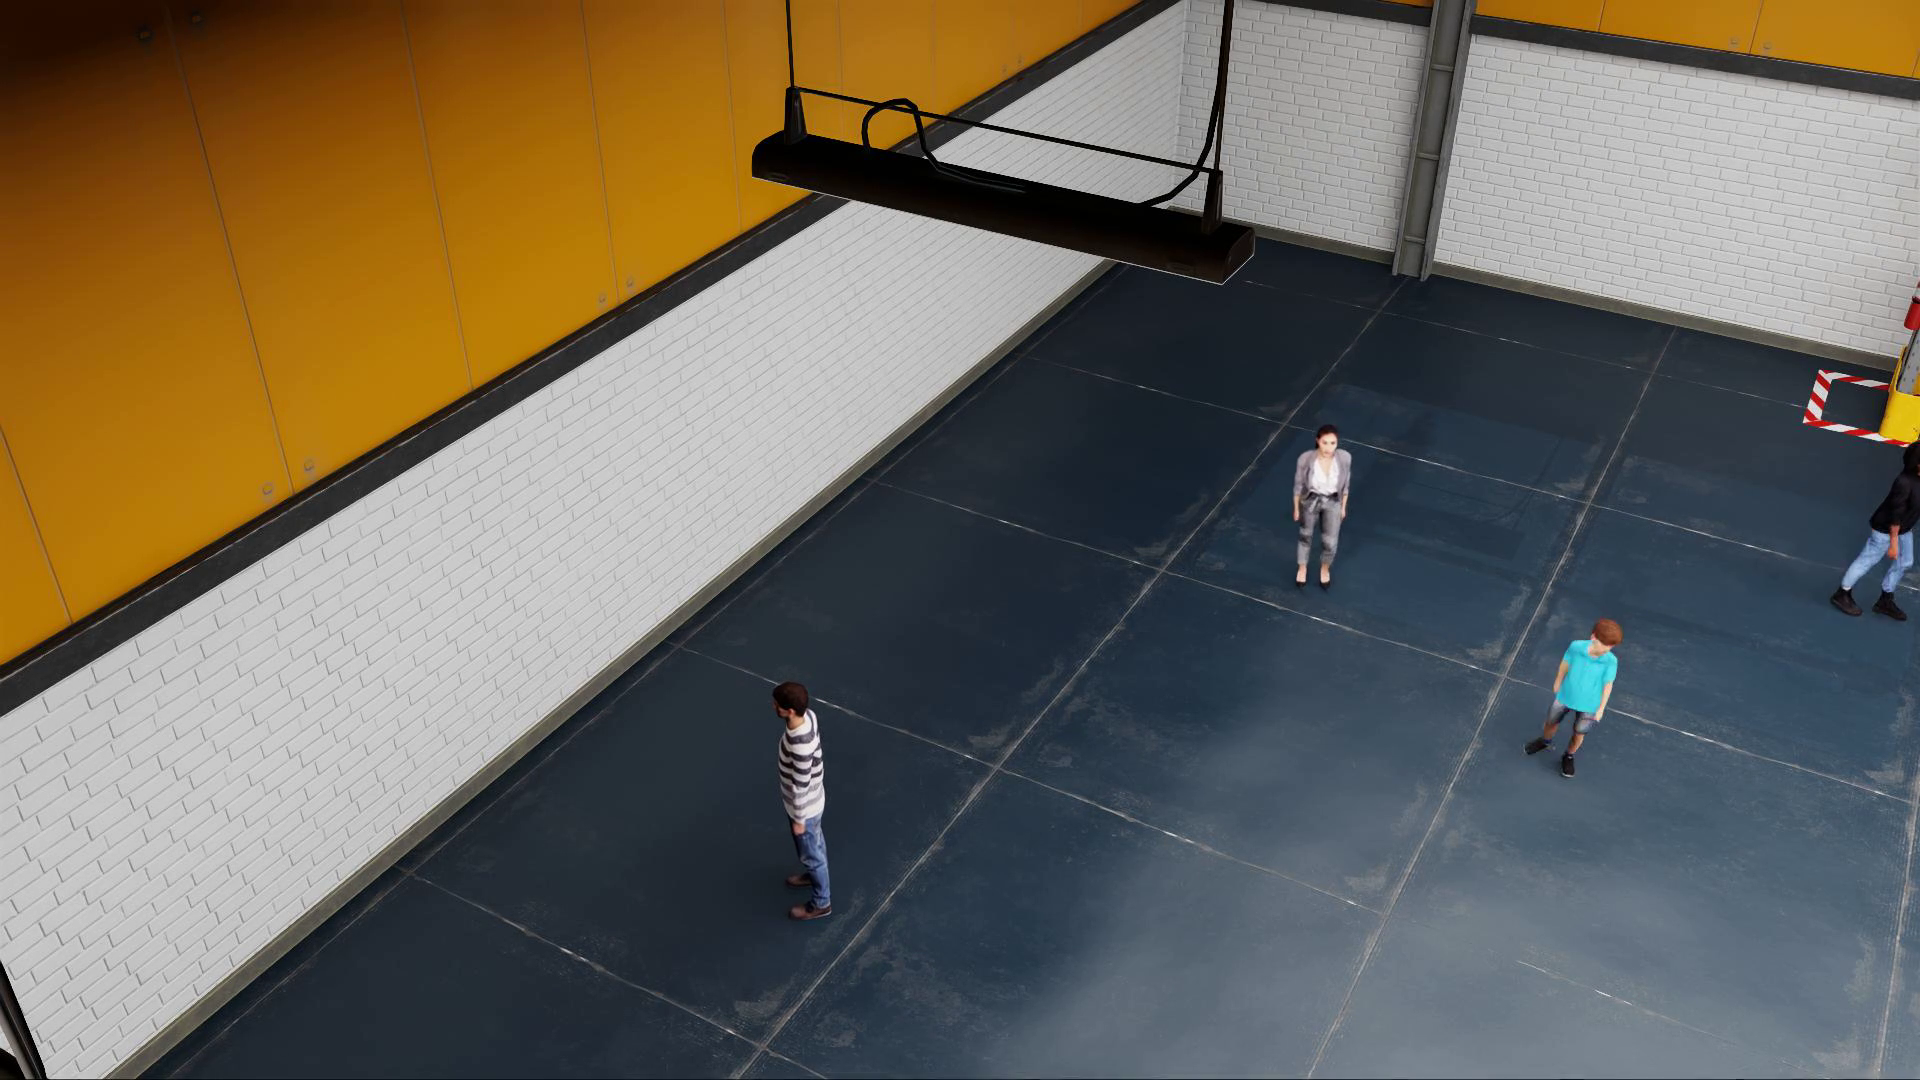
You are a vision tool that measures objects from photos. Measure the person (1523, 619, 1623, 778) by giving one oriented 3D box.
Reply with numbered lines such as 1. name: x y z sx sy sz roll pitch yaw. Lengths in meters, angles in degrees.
1. person: 4.491 1.095 12.085 0.735 1.423 0.532 -25 41 -33

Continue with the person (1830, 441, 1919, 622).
1. person: 7.542 -0.108 13.658 0.866 1.686 0.713 29 43 36

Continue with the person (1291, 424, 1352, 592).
1. person: 3.013 -0.283 13.949 0.712 1.654 0.799 3 34 4

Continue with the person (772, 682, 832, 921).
1. person: -1.005 1.678 10.824 0.732 1.849 0.706 -4 34 -6
